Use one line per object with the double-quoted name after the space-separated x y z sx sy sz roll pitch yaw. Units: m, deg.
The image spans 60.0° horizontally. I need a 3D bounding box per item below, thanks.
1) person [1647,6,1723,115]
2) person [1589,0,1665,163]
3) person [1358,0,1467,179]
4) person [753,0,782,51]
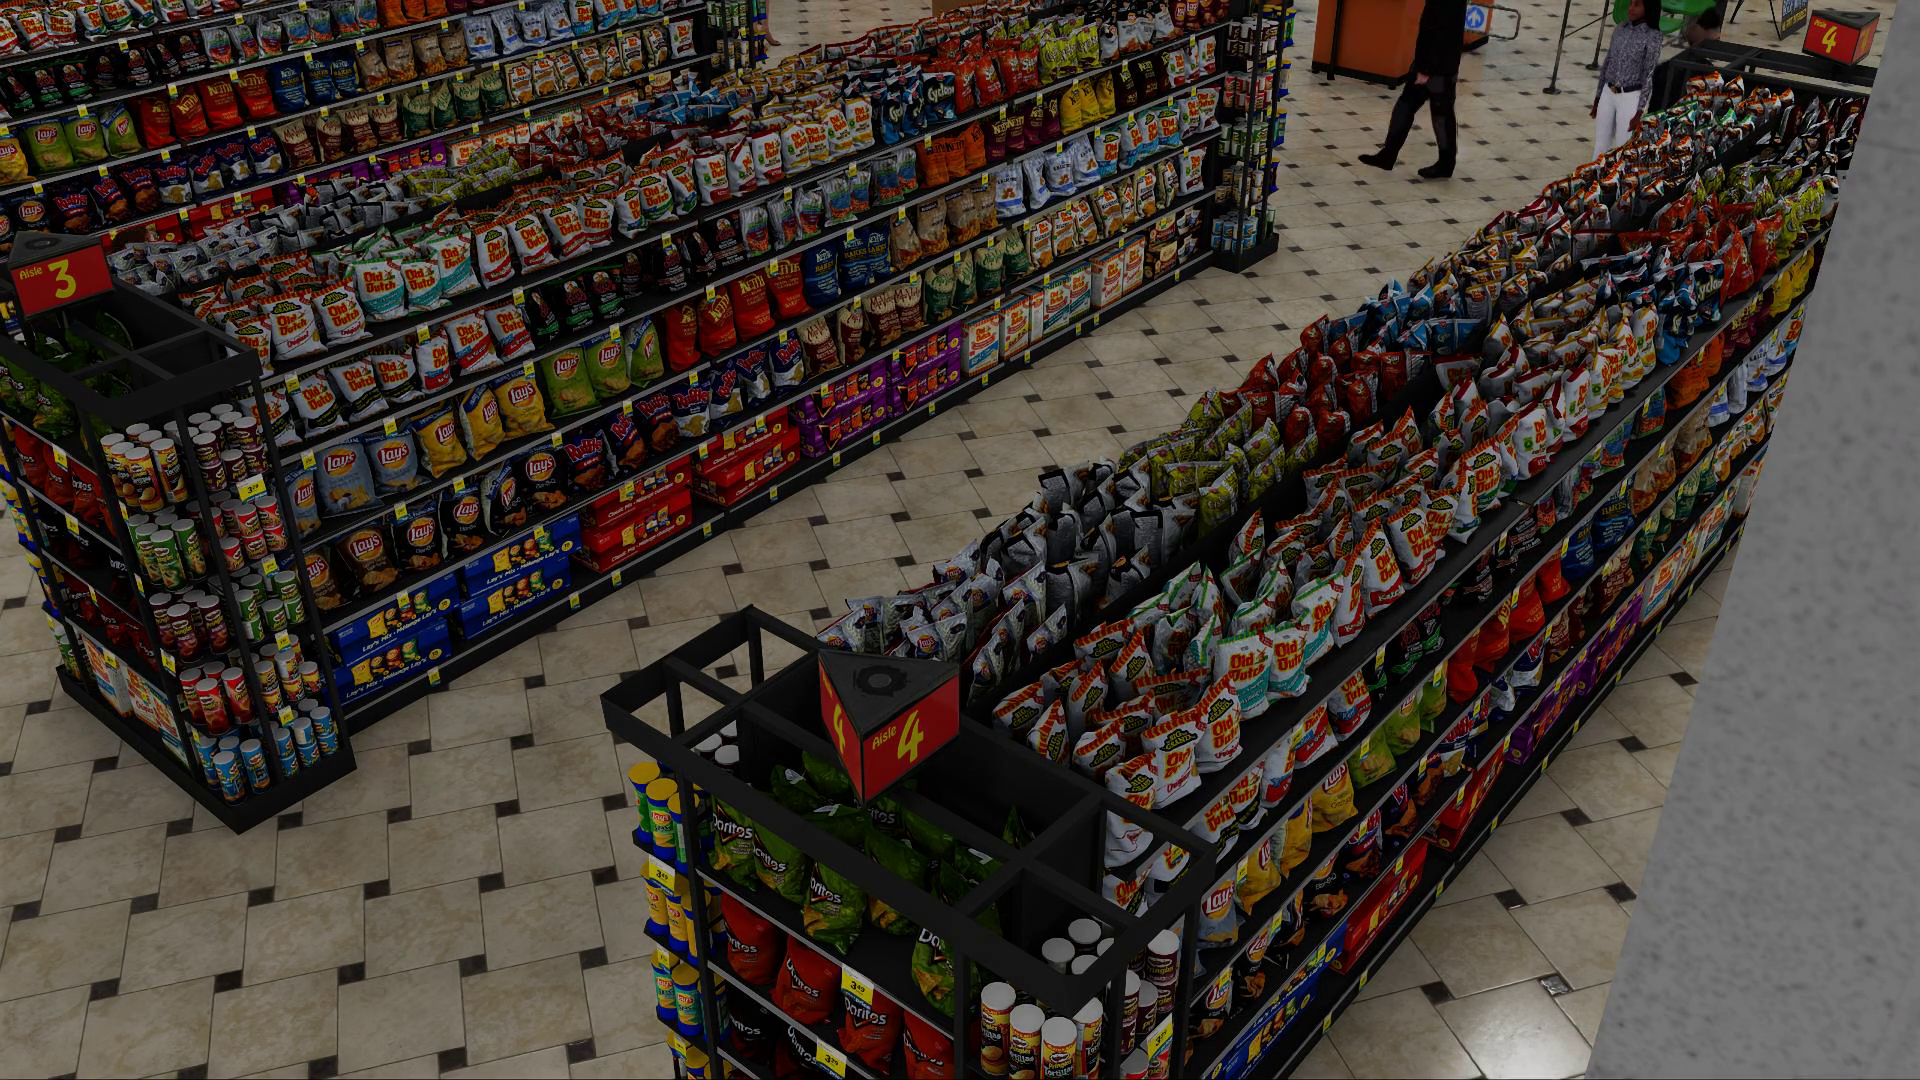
4.622 -2.493 10.910 0.789 1.943 0.805 -18 36 -27 "person"
4.879 -3.200 12.254 0.634 1.724 0.664 -15 35 -23 "person"
3.799 -3.688 12.957 1.130 1.809 1.077 -3 32 -4 "person"
-1.963 -5.699 16.259 0.688 1.736 0.527 18 36 26 "person"
